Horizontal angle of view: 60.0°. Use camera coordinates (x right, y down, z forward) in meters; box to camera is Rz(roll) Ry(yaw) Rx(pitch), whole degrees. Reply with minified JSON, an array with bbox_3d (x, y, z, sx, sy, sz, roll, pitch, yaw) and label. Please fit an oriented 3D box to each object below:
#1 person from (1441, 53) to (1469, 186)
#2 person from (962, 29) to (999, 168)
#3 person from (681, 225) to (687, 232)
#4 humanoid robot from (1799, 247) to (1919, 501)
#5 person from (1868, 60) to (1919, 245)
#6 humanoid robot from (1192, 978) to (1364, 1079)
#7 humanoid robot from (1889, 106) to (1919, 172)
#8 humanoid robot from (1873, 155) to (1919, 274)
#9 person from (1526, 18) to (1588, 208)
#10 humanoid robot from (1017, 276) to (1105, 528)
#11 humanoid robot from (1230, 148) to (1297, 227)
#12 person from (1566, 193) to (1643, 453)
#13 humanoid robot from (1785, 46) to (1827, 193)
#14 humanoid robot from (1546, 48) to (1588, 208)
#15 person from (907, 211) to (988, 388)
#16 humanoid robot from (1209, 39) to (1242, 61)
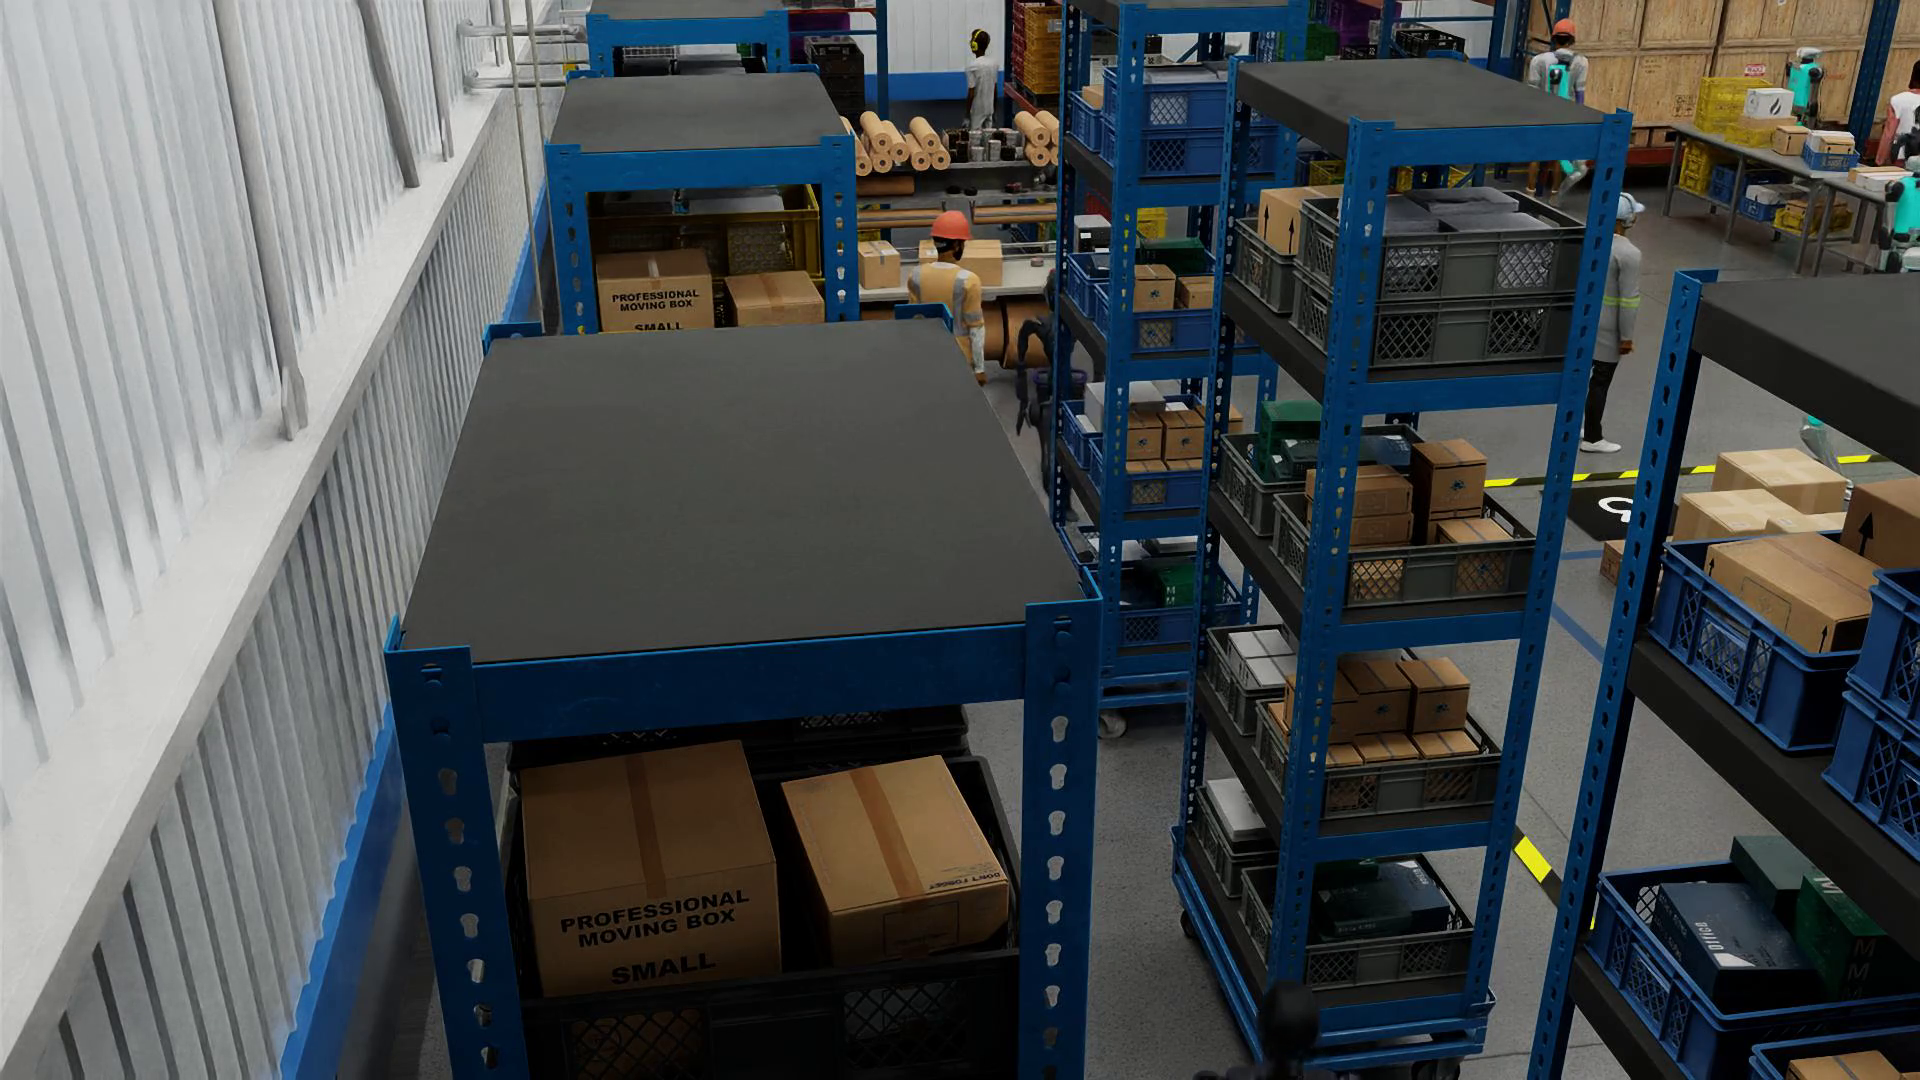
[{"bbox_3d":[5.150,-4.227,17.618,0.344,1.838,0.499,-13,28,-26],"label":"person"},{"bbox_3d":[0.221,-4.839,18.896,0.329,1.876,0.509,22,33,39],"label":"person"},{"bbox_3d":[-2.779,-3.687,16.530,0.334,1.760,0.530,-13,28,-26],"label":"person"},{"bbox_3d":[5.799,-1.096,10.764,0.735,1.677,0.533,15,28,29],"label":"humanoid robot"},{"bbox_3d":[9.443,-3.816,16.620,0.587,1.920,0.391,-1,25,-2],"label":"person"},{"bbox_3d":[0.804,1.903,4.483,0.601,1.645,0.371,1,25,1],"label":"humanoid robot"},{"bbox_3d":[9.155,-3.334,15.925,0.621,1.623,0.795,-4,25,-8],"label":"humanoid robot"},{"bbox_3d":[7.629,-2.073,13.109,0.531,1.777,1.019,-7,26,-15],"label":"humanoid robot"},{"bbox_3d":[6.567,-4.721,18.444,0.613,2.038,0.392,6,25,13],"label":"person"},{"bbox_3d":[0.651,-0.856,10.483,0.602,1.641,0.520,3,25,6],"label":"humanoid robot"},{"bbox_3d":[2.786,-3.004,15.130,0.616,1.645,0.389,-1,25,-1],"label":"humanoid robot"},{"bbox_3d":[4.545,-1.527,11.723,0.366,1.852,0.589,-9,26,-18],"label":"person"},{"bbox_3d":[9.629,-4.637,18.684,1.023,1.775,0.530,-5,25,-11],"label":"humanoid robot"},{"bbox_3d":[6.693,-4.448,18.207,0.675,1.794,0.549,12,27,24],"label":"humanoid robot"},{"bbox_3d":[-0.067,-1.191,10.903,0.542,1.928,0.371,13,28,27],"label":"person"},{"bbox_3d":[2.951,-4.657,18.696,0.541,1.802,0.806,7,26,16],"label":"humanoid robot"}]
